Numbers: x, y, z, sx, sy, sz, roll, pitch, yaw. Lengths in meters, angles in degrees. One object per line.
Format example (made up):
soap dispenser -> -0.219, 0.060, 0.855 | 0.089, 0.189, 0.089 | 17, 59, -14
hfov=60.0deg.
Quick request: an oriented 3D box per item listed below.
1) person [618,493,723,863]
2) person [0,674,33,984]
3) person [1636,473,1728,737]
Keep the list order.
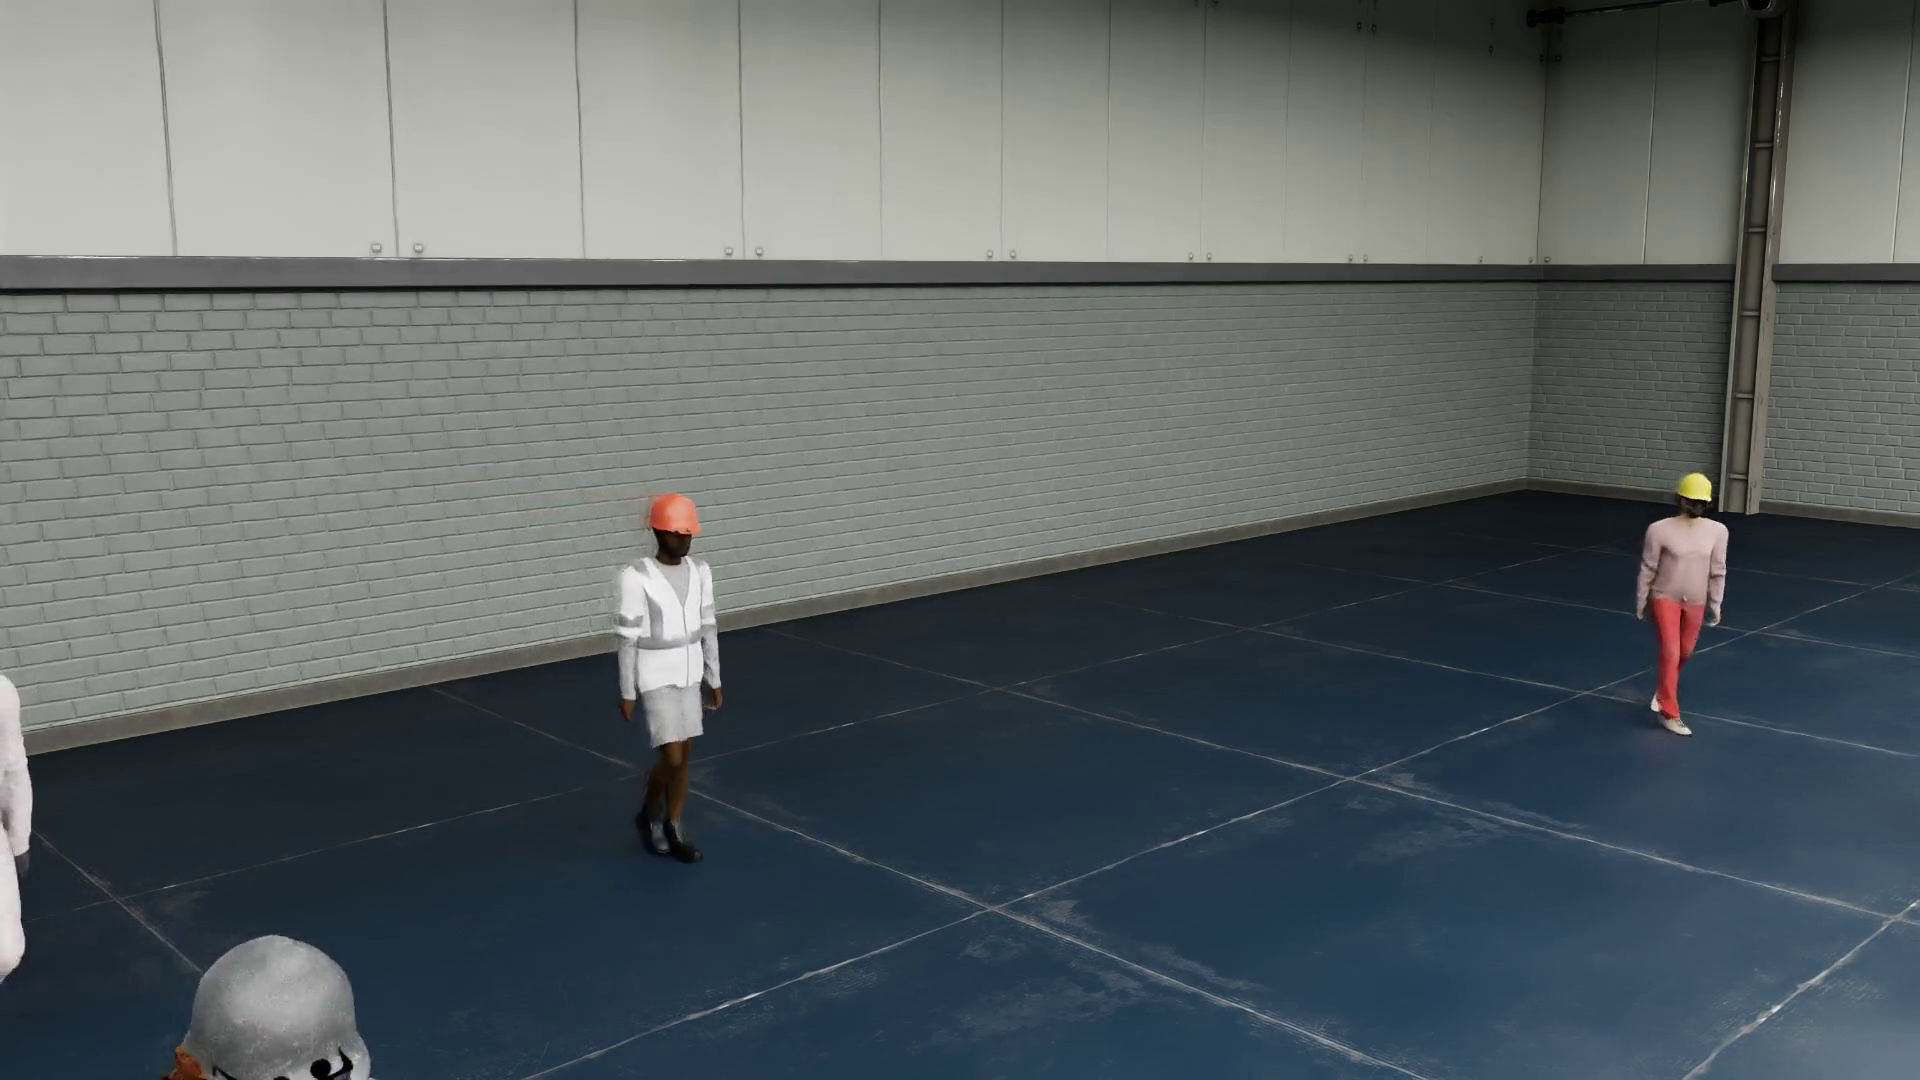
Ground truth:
person -> -1.456, 0.713, 8.499 | 0.400, 1.923, 0.568 | 8, 12, 40
person -> -3.708, 1.125, 6.028 | 0.640, 1.897, 0.545 | -9, 13, -44
person -> 4.800, 0.382, 11.156 | 0.525, 1.728, 0.798 | 0, 9, 2
